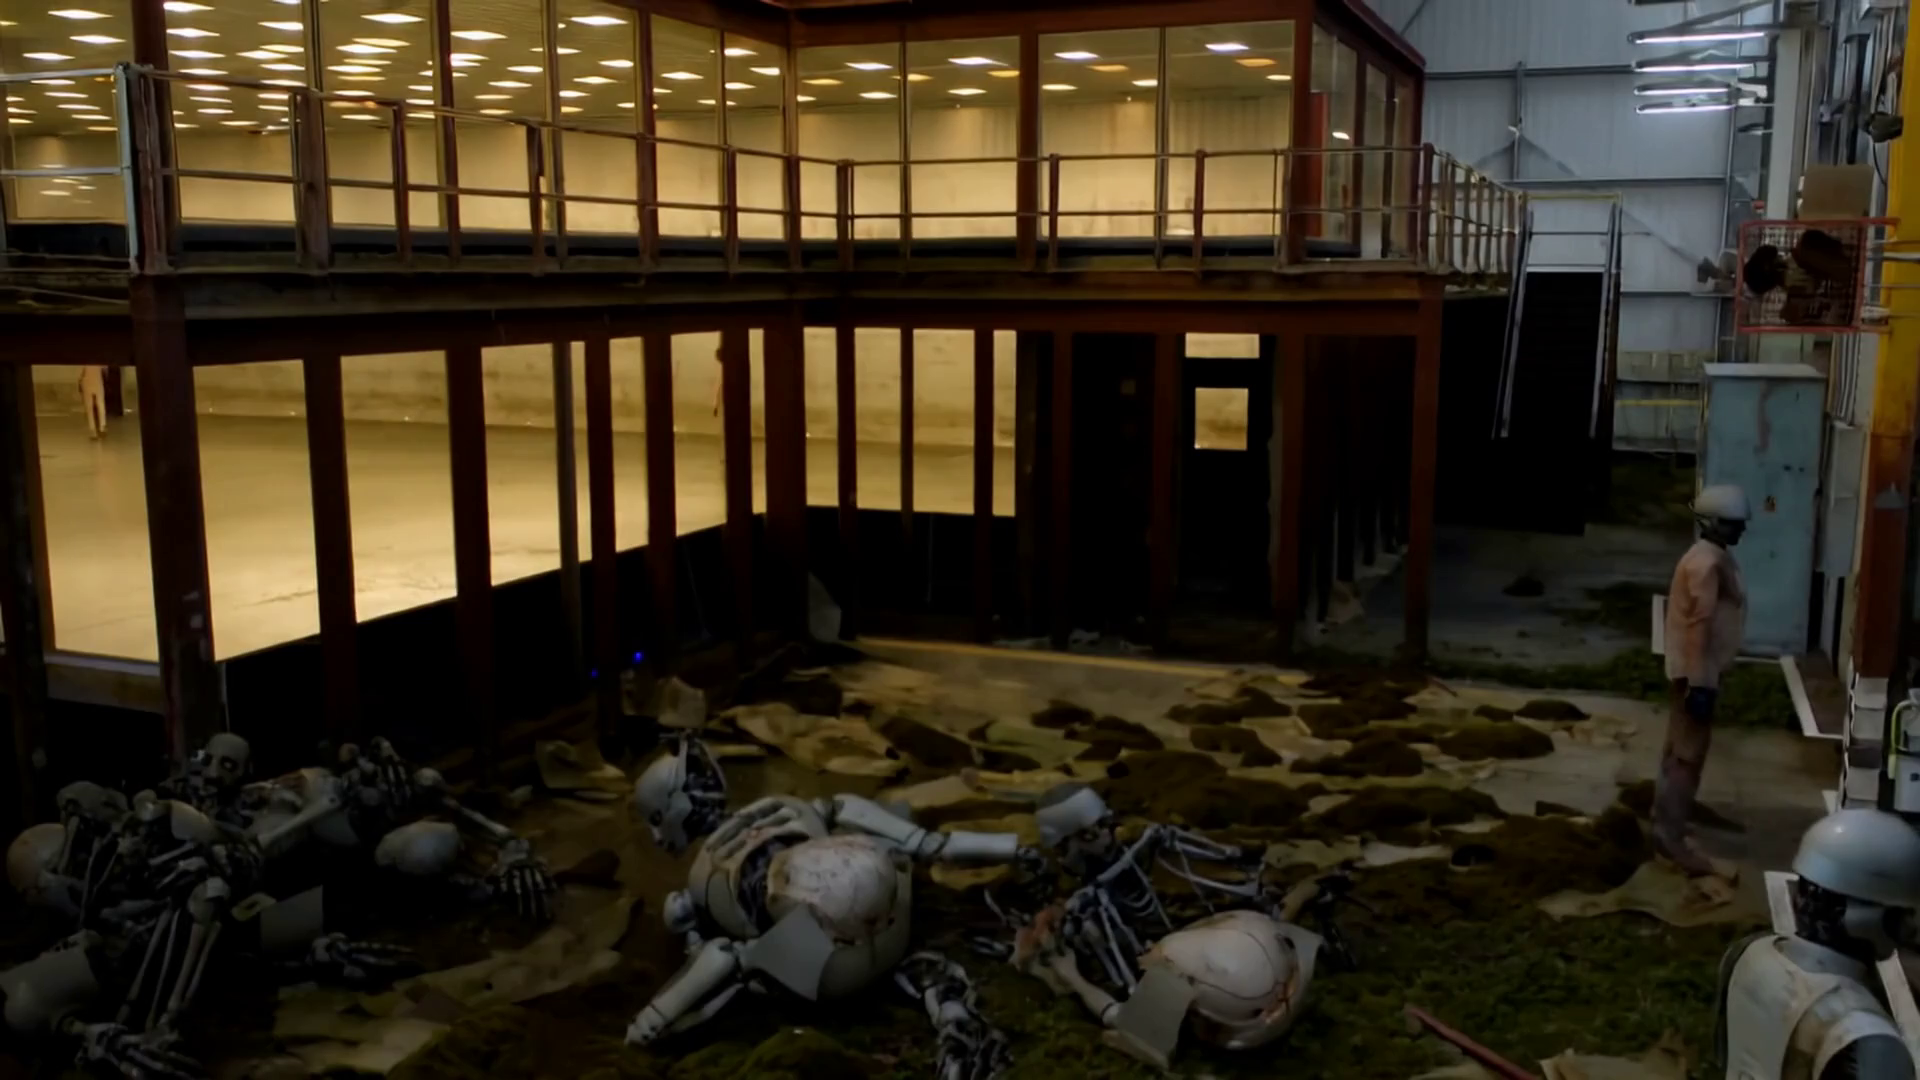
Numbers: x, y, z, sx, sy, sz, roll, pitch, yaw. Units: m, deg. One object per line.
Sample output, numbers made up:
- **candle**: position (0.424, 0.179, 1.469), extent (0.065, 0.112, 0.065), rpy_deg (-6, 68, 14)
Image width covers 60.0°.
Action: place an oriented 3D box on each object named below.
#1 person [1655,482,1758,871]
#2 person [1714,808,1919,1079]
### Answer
- **person**: position (3.837, 0.684, 8.579), extent (0.400, 1.989, 0.623), rpy_deg (5, 10, 28)
- **person**: position (1.833, 1.520, 3.588), extent (0.402, 1.940, 0.602), rpy_deg (0, 9, 0)
